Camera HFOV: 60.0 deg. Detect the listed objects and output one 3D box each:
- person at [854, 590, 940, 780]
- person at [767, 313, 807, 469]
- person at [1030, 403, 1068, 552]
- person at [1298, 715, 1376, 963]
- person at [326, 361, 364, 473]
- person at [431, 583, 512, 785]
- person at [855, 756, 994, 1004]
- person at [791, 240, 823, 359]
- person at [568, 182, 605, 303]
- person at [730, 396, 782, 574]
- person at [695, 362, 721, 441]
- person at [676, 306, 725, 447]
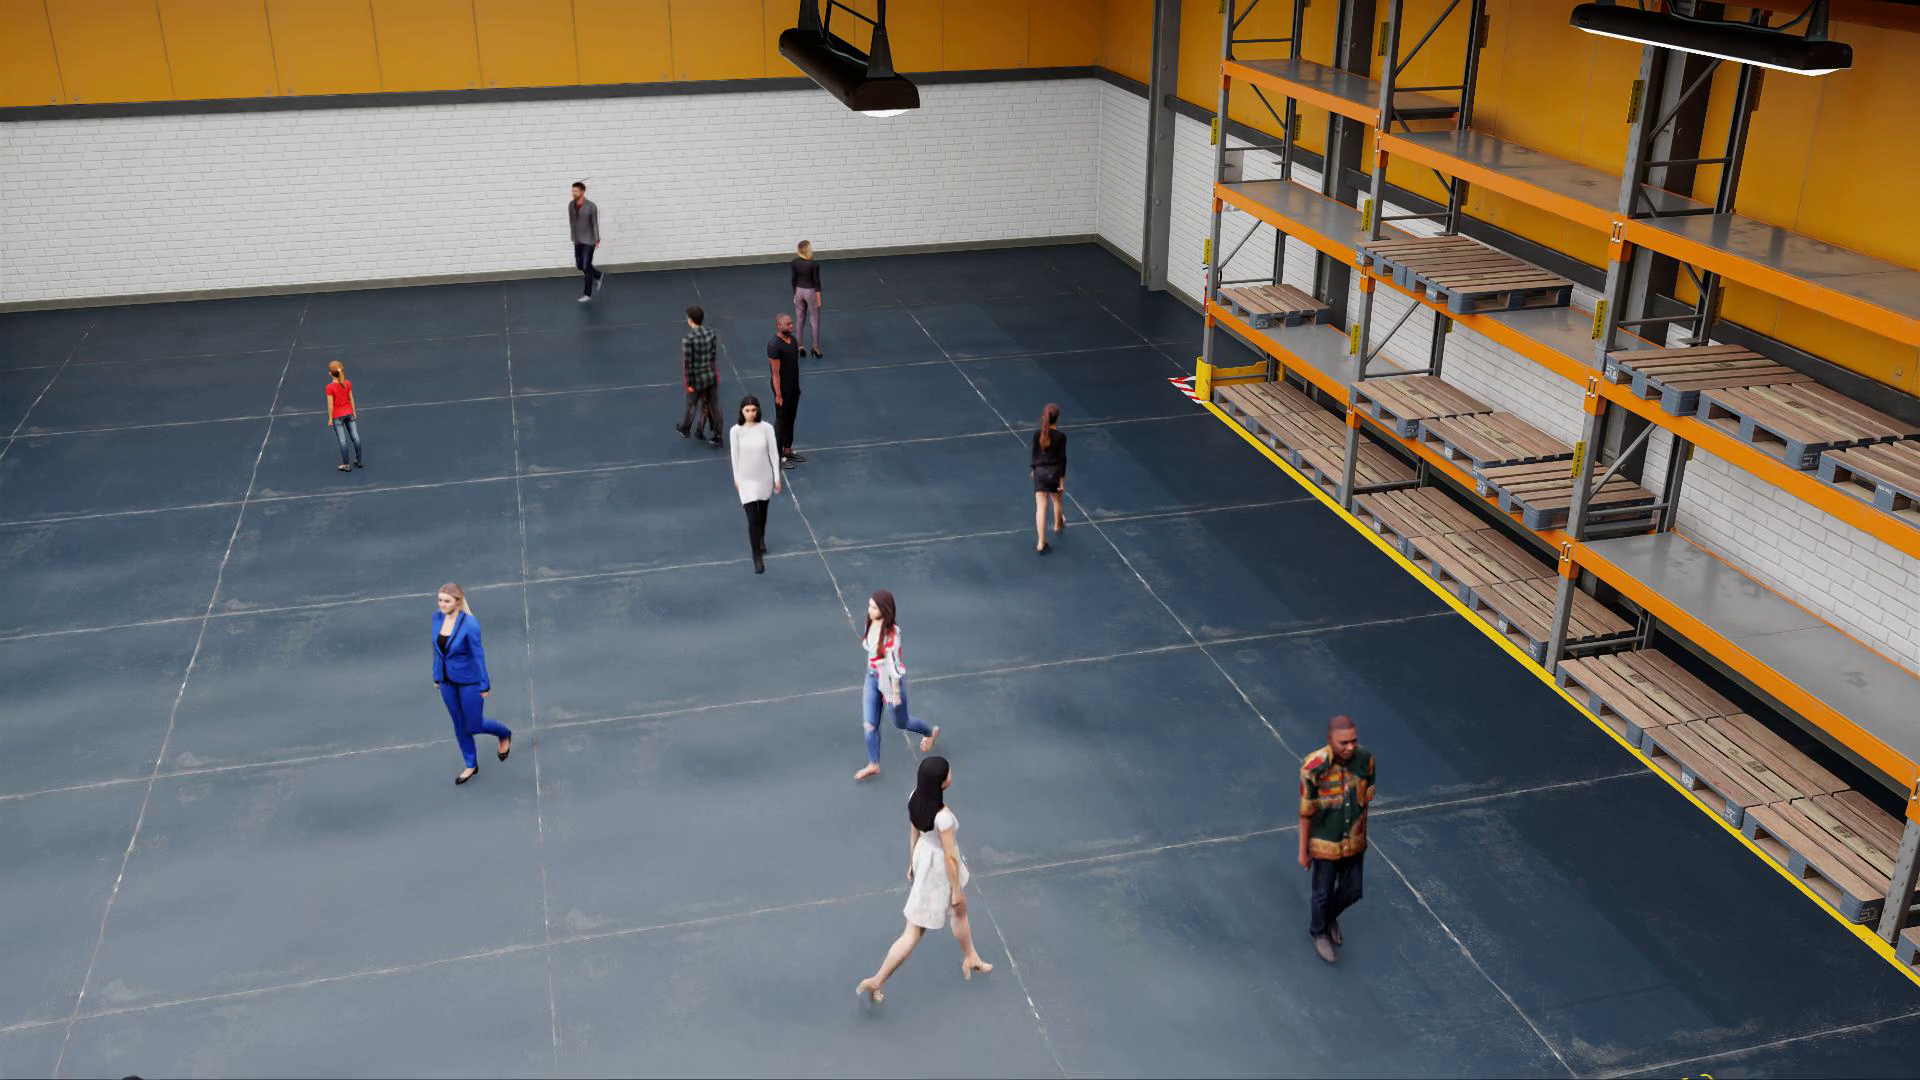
[{"bbox_3d":[-0.514,1.112,13.068,0.931,1.586,1.048,-18,29,-35],"label":"person"},{"bbox_3d":[-2.031,-1.756,19.340,0.801,1.819,0.715,10,26,22],"label":"person"},{"bbox_3d":[0.889,-0.630,17.135,0.871,1.521,1.099,5,24,12],"label":"person"},{"bbox_3d":[2.437,1.912,10.976,0.696,1.796,0.652,-5,24,-11],"label":"person"},{"bbox_3d":[-7.140,-1.443,19.257,0.619,1.311,0.571,20,30,38],"label":"person"},{"bbox_3d":[-3.838,1.073,13.027,0.854,1.691,0.920,11,26,24],"label":"person"},{"bbox_3d":[-0.237,2.184,10.437,0.852,1.729,1.194,-13,27,-26],"label":"person"},{"bbox_3d":[-2.141,-3.350,23.170,0.668,1.671,0.706,9,25,20],"label":"person"},{"bbox_3d":[-5.807,-4.668,25.966,1.092,1.847,1.179,11,26,23],"label":"person"},{"bbox_3d":[-2.044,-0.609,16.792,0.671,1.757,1.164,-4,24,-10],"label":"person"},{"bbox_3d":[-3.120,-1.819,20.187,0.842,1.255,0.972,9,25,19],"label":"person"},{"bbox_3d":[-3.027,-1.926,19.799,0.947,1.687,1.098,-18,29,-35],"label":"person"}]
